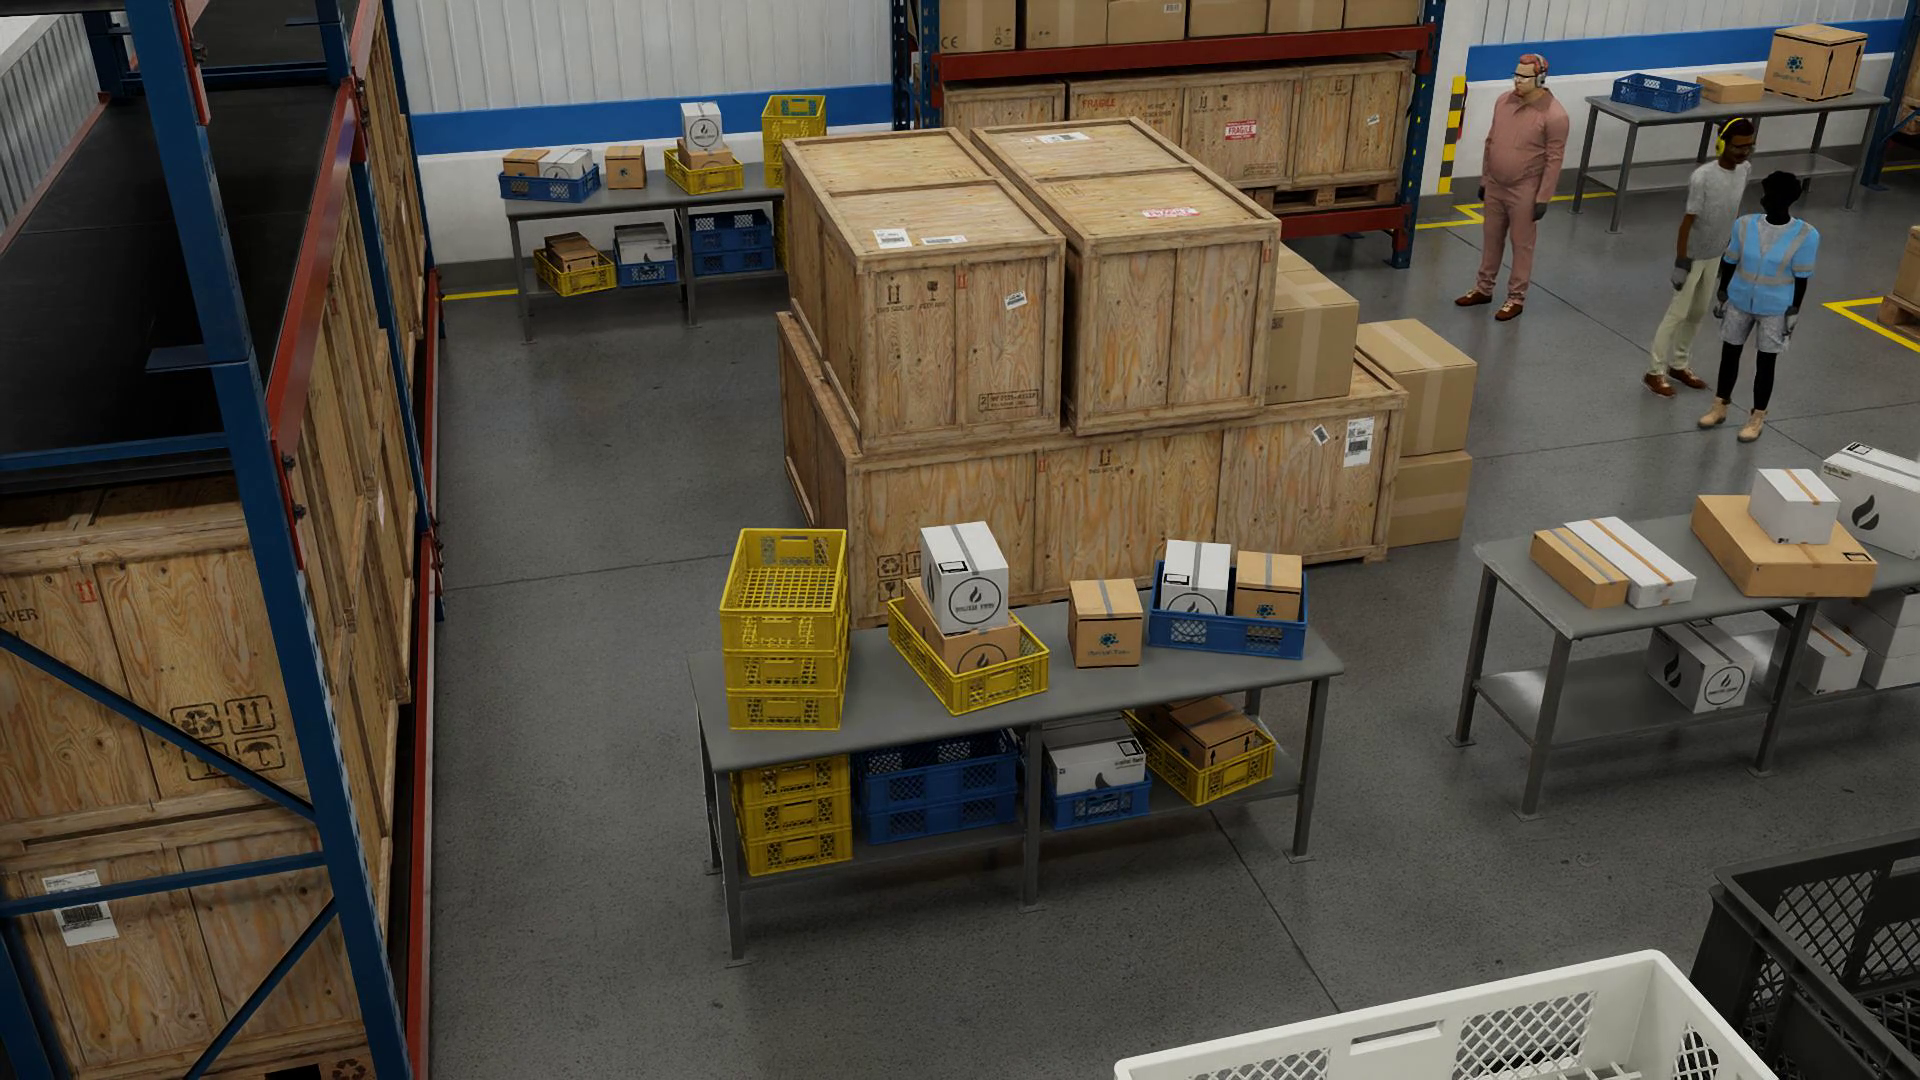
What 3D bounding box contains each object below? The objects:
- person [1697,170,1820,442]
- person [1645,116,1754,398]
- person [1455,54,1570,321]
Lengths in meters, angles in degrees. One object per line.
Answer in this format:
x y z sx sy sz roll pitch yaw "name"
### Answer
4.922 -1.450 10.260 0.319 1.686 0.543 -25 37 -37 "person"
4.827 -1.831 10.791 0.517 1.854 0.334 -14 32 -23 "person"
3.999 -2.547 12.029 0.399 1.908 0.642 -17 33 -27 "person"
